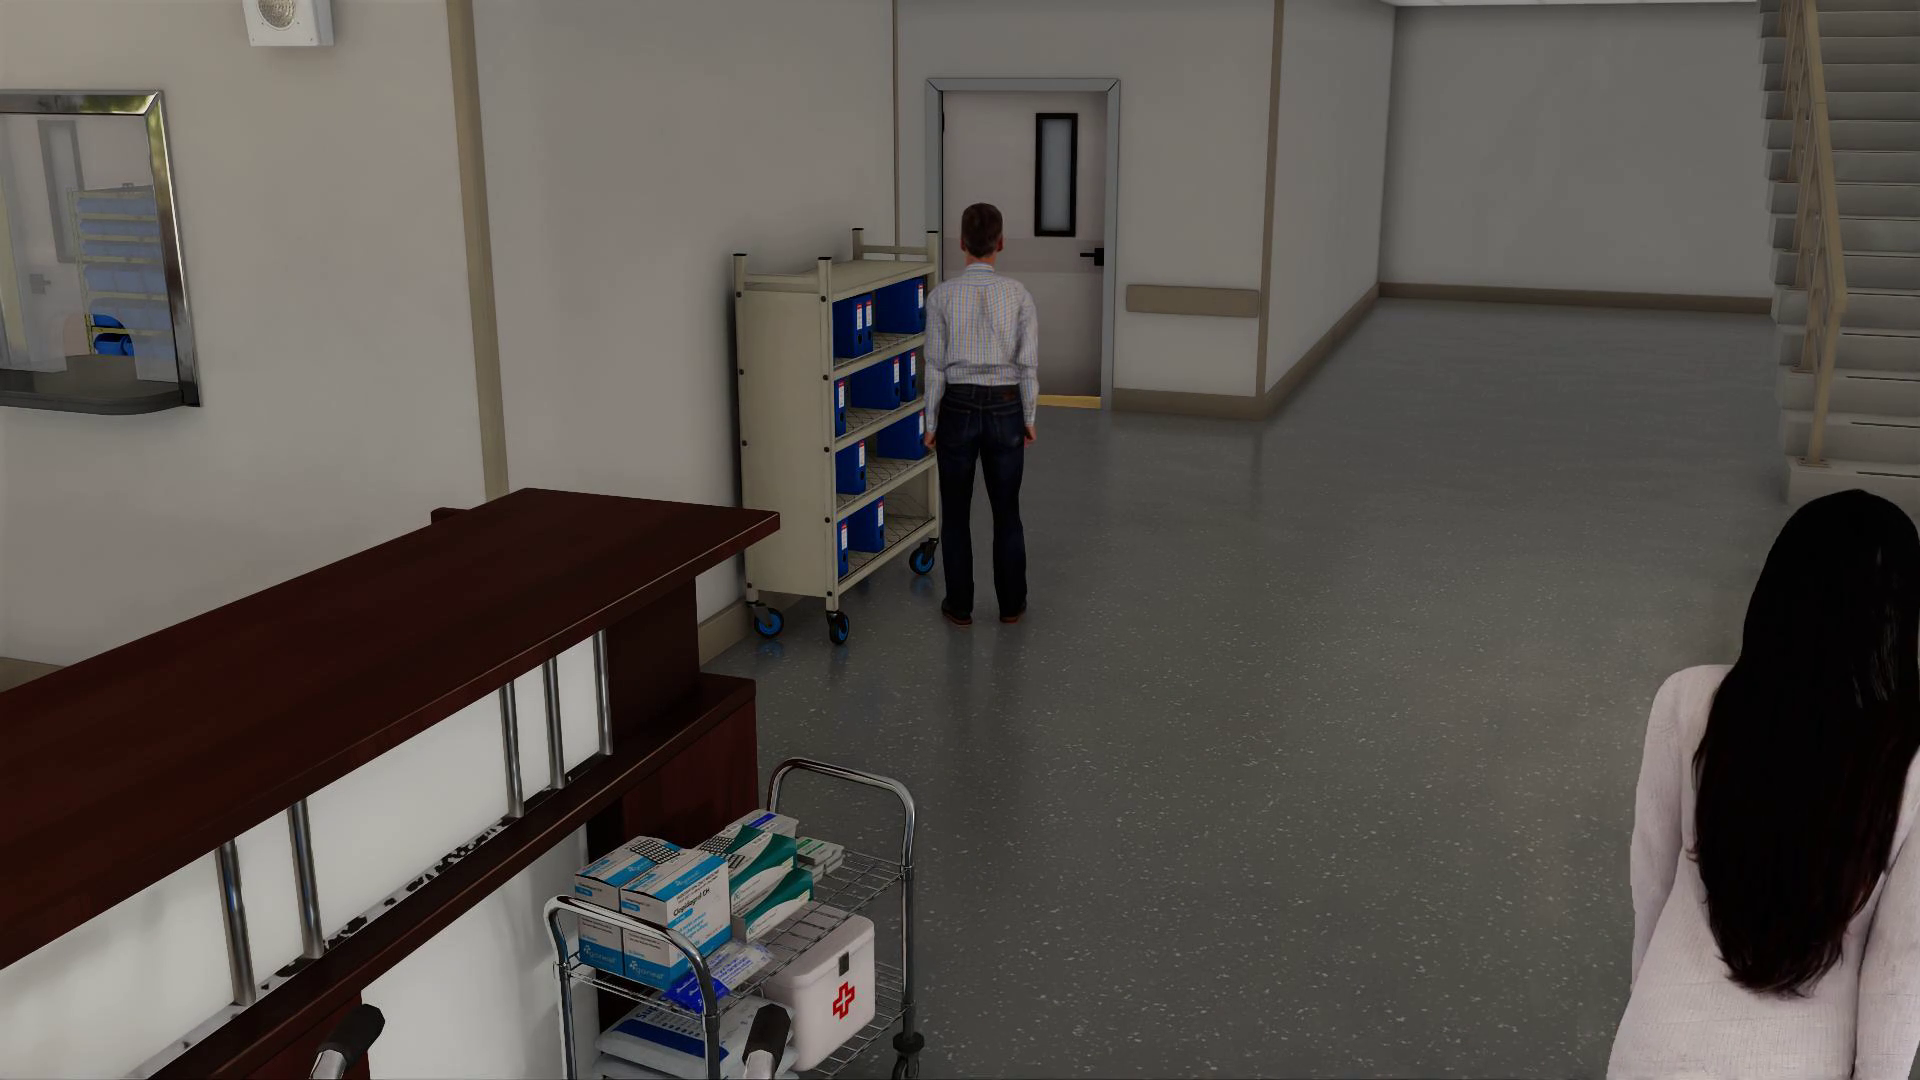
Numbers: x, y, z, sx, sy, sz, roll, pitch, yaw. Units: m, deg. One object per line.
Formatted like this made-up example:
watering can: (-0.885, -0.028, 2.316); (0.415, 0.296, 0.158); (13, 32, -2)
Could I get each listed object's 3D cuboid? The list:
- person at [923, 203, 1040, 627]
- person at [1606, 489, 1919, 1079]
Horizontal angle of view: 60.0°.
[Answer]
person: (0.083, -0.538, 7.193); (0.733, 1.818, 0.708); (-1, 16, -5)
person: (1.083, 0.838, 2.414); (0.863, 1.762, 1.267); (12, 20, 36)
